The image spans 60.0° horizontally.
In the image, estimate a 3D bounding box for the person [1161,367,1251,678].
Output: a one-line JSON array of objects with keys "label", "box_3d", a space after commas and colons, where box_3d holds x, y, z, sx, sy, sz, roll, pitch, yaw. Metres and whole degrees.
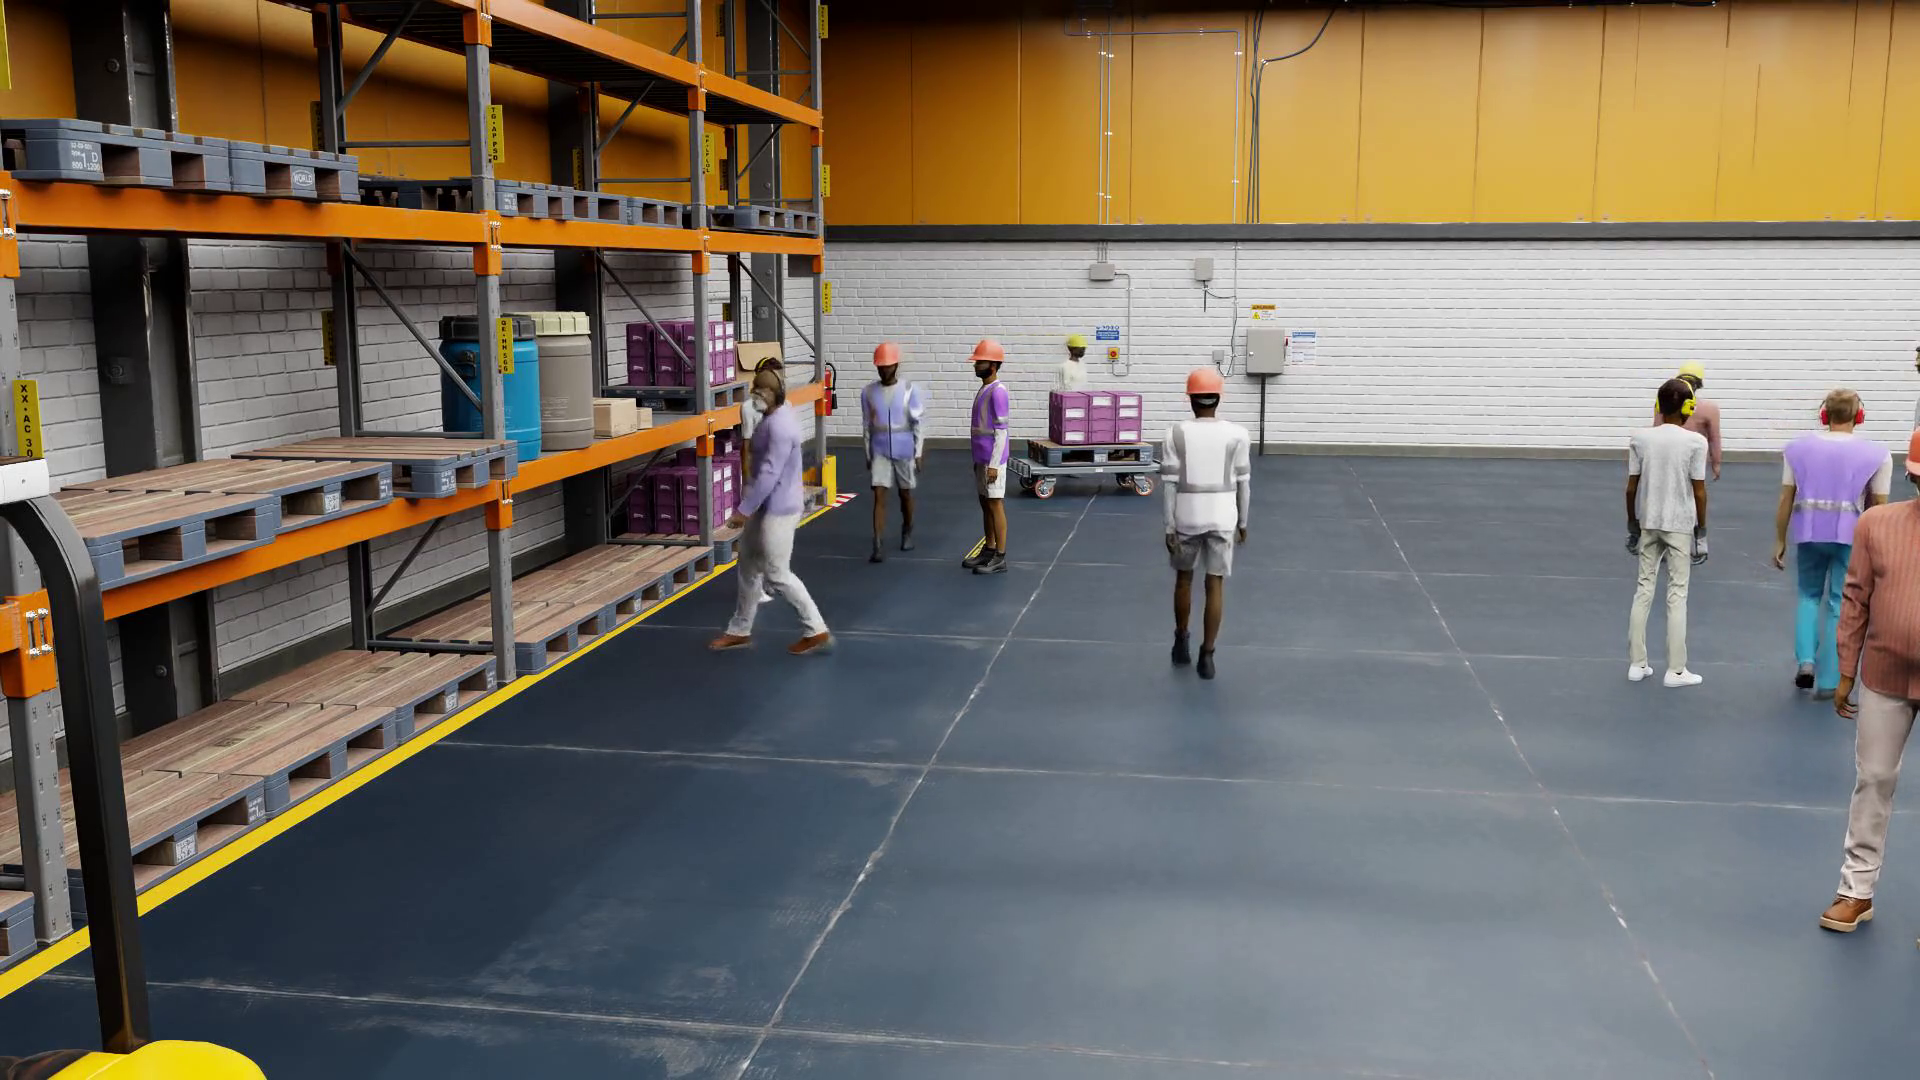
[{"label": "person", "box_3d": [1.539, -0.128, 10.462, 0.549, 1.907, 0.797, 1, 9, 9]}]

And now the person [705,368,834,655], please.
[{"label": "person", "box_3d": [-1.231, -0.177, 10.807, 0.754, 1.892, 0.624, -3, 10, -18]}]

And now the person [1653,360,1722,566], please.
[{"label": "person", "box_3d": [6.173, -0.648, 14.133, 0.540, 1.761, 0.451, 7, 11, 36]}]

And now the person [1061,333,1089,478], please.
[{"label": "person", "box_3d": [1.374, -1.618, 20.109, 0.405, 1.758, 0.525, 6, 11, 35]}]

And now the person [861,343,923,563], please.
[{"label": "person", "box_3d": [-0.587, -0.783, 14.575, 0.559, 1.894, 1.001, 1, 9, 5]}]

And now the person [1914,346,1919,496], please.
[{"label": "person", "box_3d": [8.610, -0.815, 14.819, 0.310, 1.864, 0.534, 7, 11, 35]}]

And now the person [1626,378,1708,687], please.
[{"label": "person", "box_3d": [4.285, -0.046, 10.077, 0.327, 1.865, 0.518, -8, 12, -40]}]

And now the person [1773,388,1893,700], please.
[{"label": "person", "box_3d": [5.105, 0.029, 9.732, 0.603, 1.821, 0.464, 7, 11, 36]}]

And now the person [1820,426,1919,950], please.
[{"label": "person", "box_3d": [3.563, 0.528, 6.163, 0.609, 1.986, 0.391, 8, 12, 41]}]

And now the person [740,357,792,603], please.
[{"label": "person", "box_3d": [-1.446, -0.455, 12.649, 0.328, 1.856, 0.541, 8, 12, 40]}]

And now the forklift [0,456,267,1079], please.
[{"label": "forklift", "box_3d": [-2.328, 0.975, 2.765, 2.313, 2.155, 1.214, 1, 9, 9]}]

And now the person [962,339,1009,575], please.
[{"label": "person", "box_3d": [0.227, -0.687, 13.787, 0.347, 1.943, 0.545, -3, 10, -15]}]
